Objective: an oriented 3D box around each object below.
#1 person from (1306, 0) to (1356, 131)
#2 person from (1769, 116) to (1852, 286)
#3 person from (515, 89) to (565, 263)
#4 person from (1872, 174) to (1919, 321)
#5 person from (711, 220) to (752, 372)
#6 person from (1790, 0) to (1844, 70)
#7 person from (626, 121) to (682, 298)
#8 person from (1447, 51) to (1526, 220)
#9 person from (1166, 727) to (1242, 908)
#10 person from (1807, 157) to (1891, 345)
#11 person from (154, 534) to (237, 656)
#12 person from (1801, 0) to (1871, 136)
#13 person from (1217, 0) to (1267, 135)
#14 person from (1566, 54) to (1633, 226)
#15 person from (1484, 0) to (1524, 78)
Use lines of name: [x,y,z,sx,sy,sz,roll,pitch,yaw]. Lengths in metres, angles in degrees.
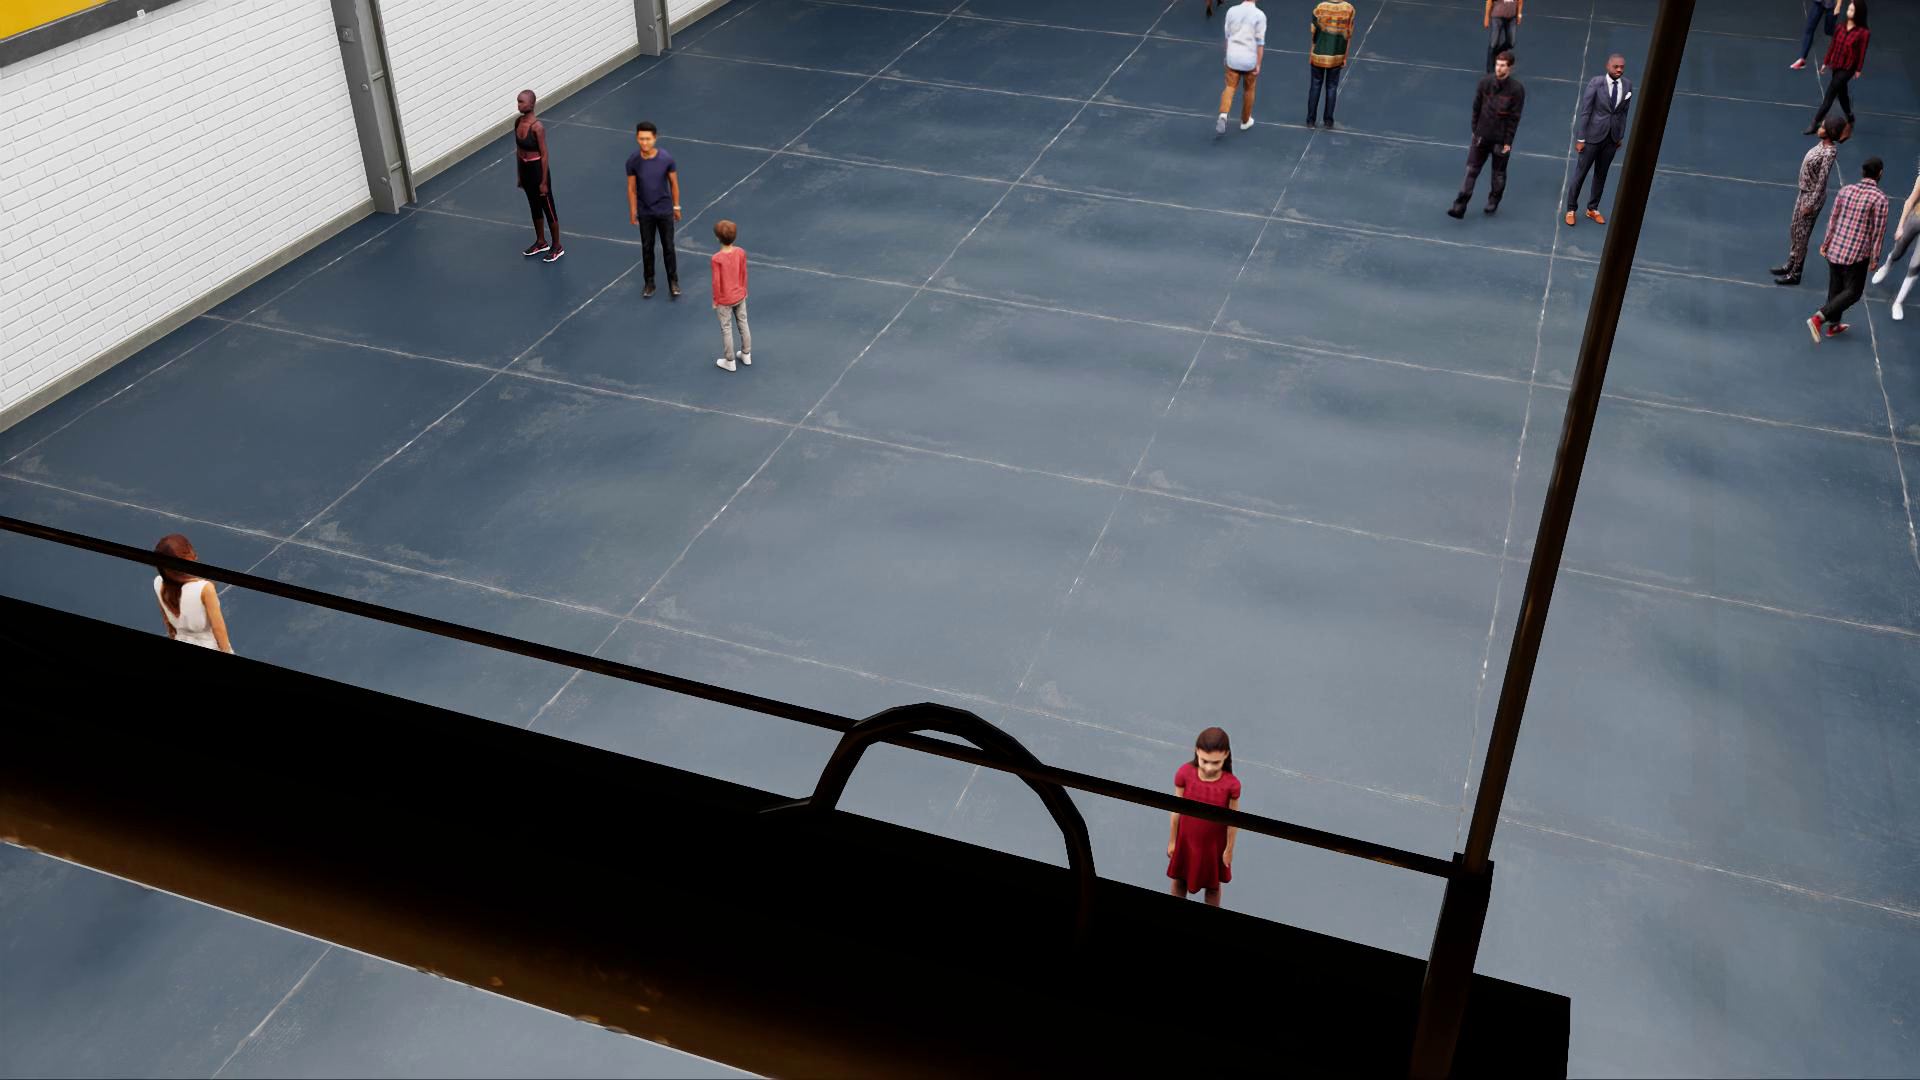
person: [4.477,-5.913,20.250,0.731,1.805,0.720,4,34,7]
person: [8.445,-3.378,16.518,0.655,1.714,0.524,8,34,12]
person: [-4.336,-3.751,17.041,0.629,1.757,0.604,21,39,28]
person: [9.239,-3.023,16.037,0.611,1.658,1.154,16,37,22]
person: [-2.071,-2.215,15.037,0.542,1.418,0.644,-25,41,-32]
person: [11.645,-7.152,22.211,1.115,1.699,1.004,-17,37,-24]
person: [-2.974,-3.237,16.240,0.725,1.788,0.700,-4,34,-6]
person: [5.789,-4.345,17.904,0.924,1.792,1.200,21,39,29]
person: [1.327,1.622,9.143,0.542,1.552,0.605,9,35,14]
person: [8.190,-2.645,15.402,1.099,1.729,1.035,-12,35,-17]
person: [-4.697,0.783,10.227,0.735,1.750,1.134,5,34,8]
person: [10.744,-5.704,20.114,1.099,1.607,1.046,-14,36,-20]
person: [3.374,-5.784,20.056,0.753,1.805,1.026,16,37,23]
person: [6.853,-4.305,17.814,0.790,1.824,0.776,-4,34,-6]
person: [7.085,-6.891,21.757,0.772,1.767,0.834,0,34,0]
